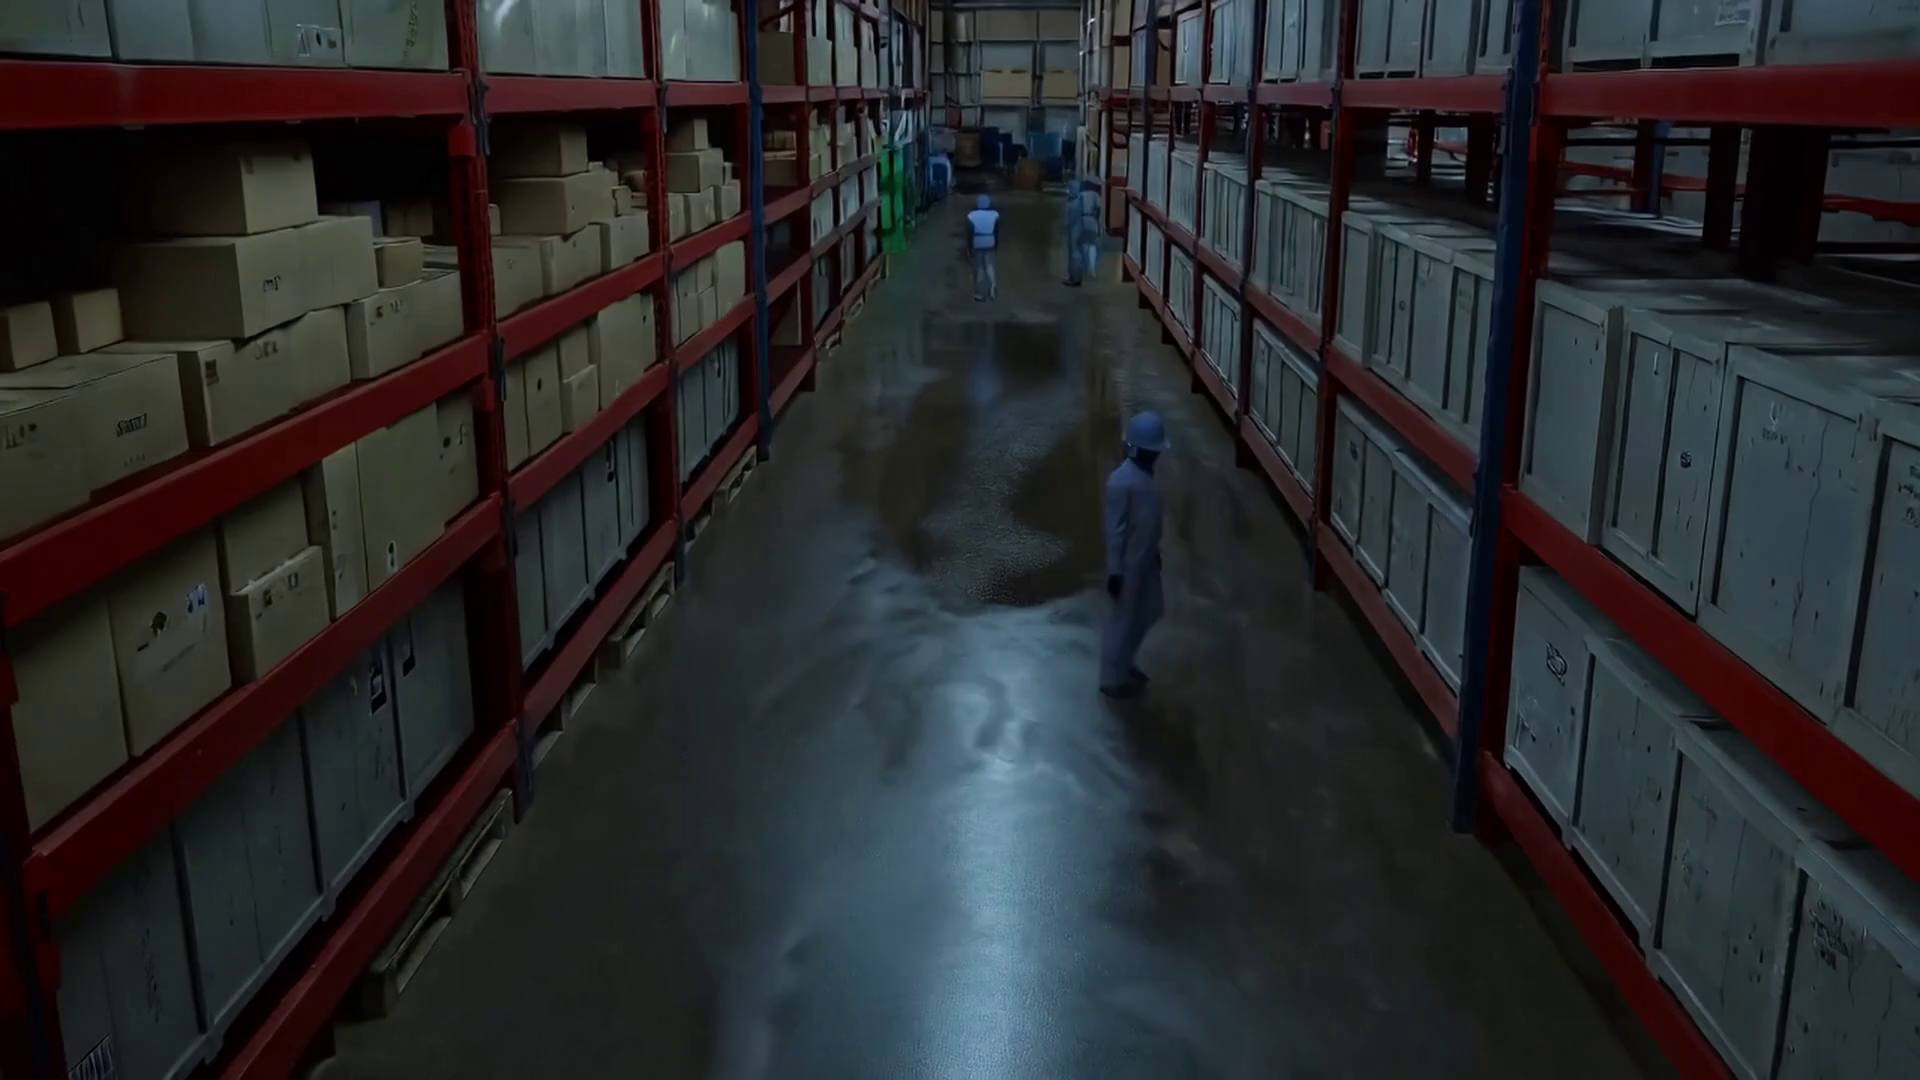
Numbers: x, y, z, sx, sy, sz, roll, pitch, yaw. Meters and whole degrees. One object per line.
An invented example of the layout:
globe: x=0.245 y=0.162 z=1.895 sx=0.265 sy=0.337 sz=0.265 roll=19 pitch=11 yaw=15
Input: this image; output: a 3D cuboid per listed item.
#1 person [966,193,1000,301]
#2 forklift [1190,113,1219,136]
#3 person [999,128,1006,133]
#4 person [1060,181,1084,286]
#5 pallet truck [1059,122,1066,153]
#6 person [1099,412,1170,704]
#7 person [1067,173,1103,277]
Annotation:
person: x=0.400 y=-4.967 z=28.261 sx=0.574 sy=1.830 sz=0.521 roll=-5 pitch=16 yaw=-17
forklift: x=8.080 y=-12.772 z=55.312 sx=1.129 sy=2.768 sz=1.873 roll=0 pitch=15 yaw=2
person: x=1.976 y=-17.897 z=76.252 sx=0.957 sy=1.888 sz=0.569 roll=1 pitch=15 yaw=5
person: x=2.045 y=-5.623 z=30.562 sx=0.403 sy=1.906 sz=0.651 roll=-3 pitch=15 yaw=-12
pallet truck: x=5.788 y=-21.111 z=88.014 sx=1.885 sy=1.965 sz=0.823 roll=5 pitch=16 yaw=18
person: x=1.015 y=0.096 z=9.608 sx=0.431 sy=1.731 sz=0.585 roll=8 pitch=17 yaw=29
person: x=2.399 y=-5.977 z=31.728 sx=0.627 sy=2.009 sz=0.908 roll=12 pitch=19 yaw=37
